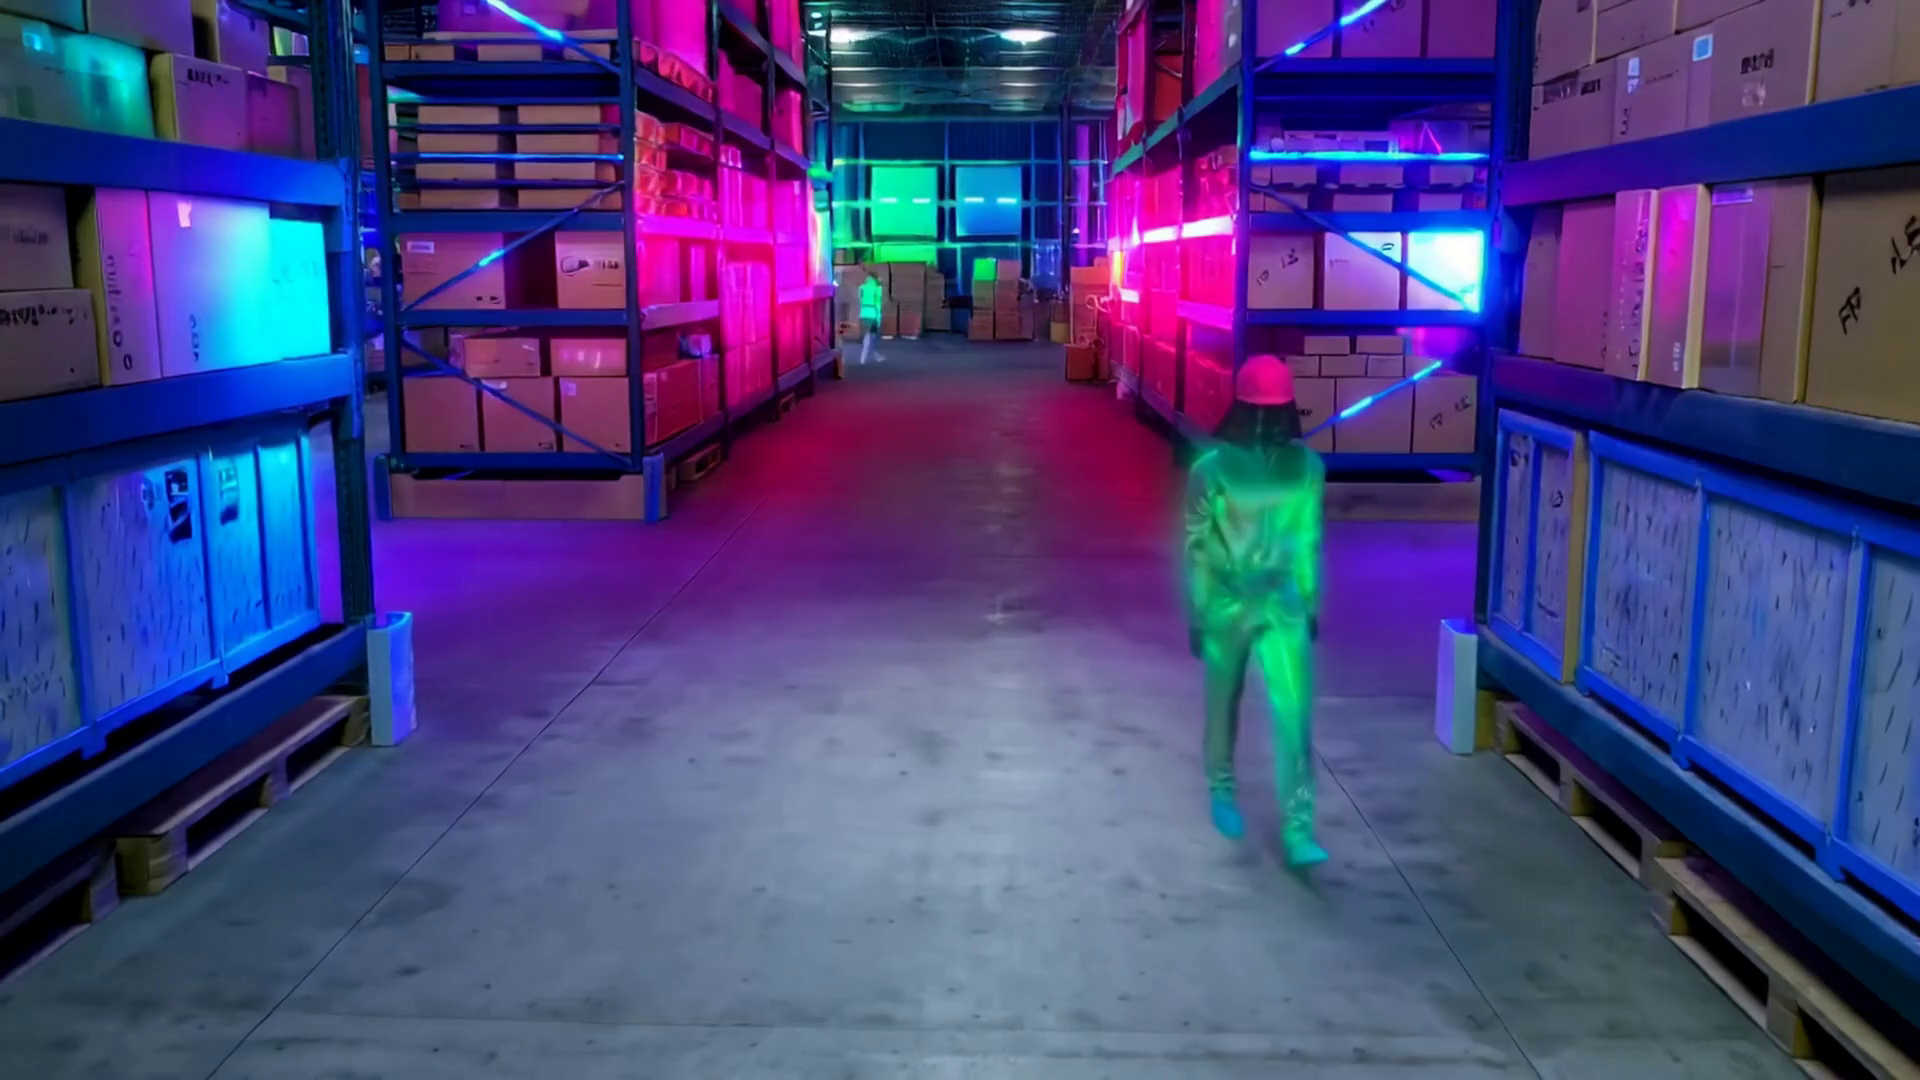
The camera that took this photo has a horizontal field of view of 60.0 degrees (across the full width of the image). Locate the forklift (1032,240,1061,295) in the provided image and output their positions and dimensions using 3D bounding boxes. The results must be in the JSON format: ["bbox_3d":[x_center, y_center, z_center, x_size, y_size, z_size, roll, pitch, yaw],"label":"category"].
[{"bbox_3d":[3.172,-9.648,61.356,1.129,2.768,1.873,0,9,1],"label":"forklift"}]

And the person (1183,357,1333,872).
[{"bbox_3d":[1.005,0.248,5.569,0.508,1.695,0.898,-1,10,-5],"label":"person"}]

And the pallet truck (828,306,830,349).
[{"bbox_3d":[-3.100,-3.940,29.800,1.885,1.965,0.823,3,10,19],"label":"pallet truck"}]

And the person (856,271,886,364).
[{"bbox_3d":[-1.761,-4.449,33.275,0.550,1.849,1.032,5,11,27],"label":"person"}]

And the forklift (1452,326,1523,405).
[{"bbox_3d":[7.154,-3.355,23.658,1.873,2.768,1.129,0,9,1],"label":"forklift"}]

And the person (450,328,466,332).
[{"bbox_3d":[-10.268,-4.455,33.832,0.570,1.673,0.548,5,11,26],"label":"person"}]
